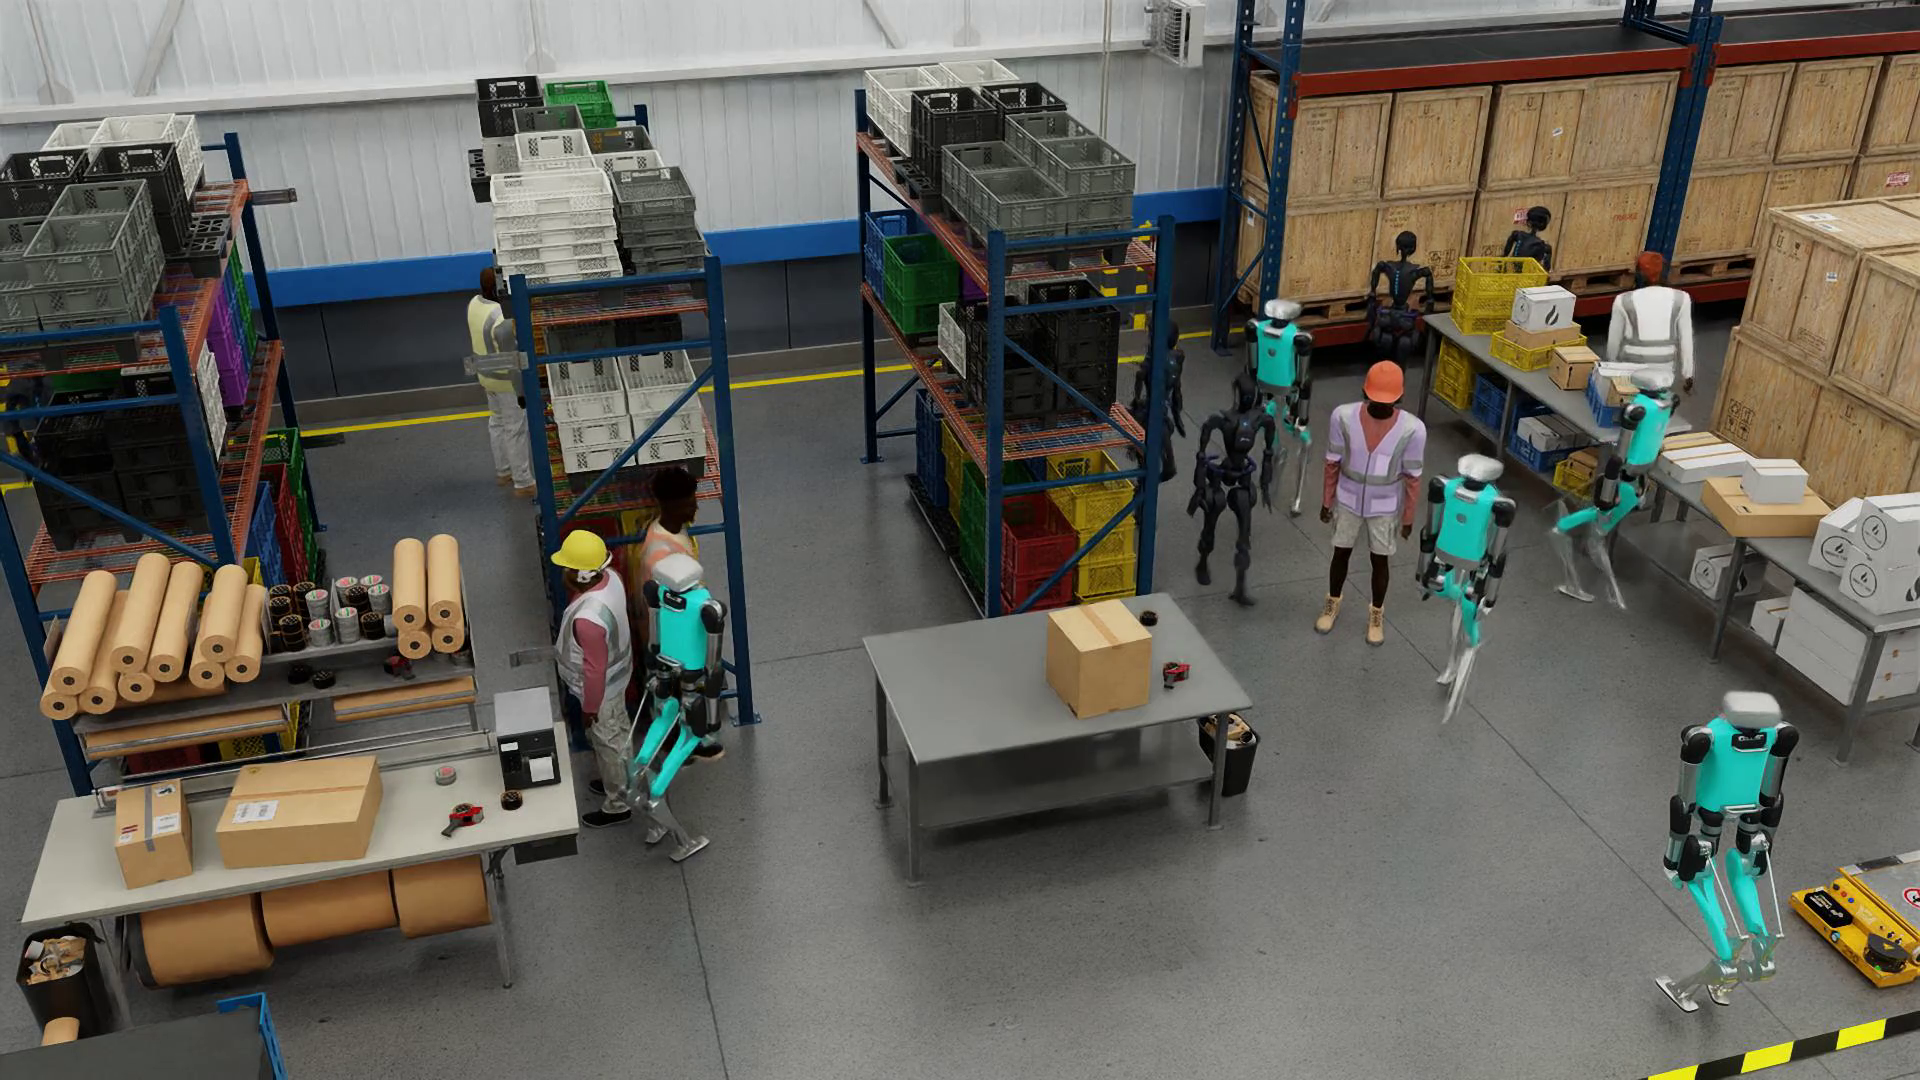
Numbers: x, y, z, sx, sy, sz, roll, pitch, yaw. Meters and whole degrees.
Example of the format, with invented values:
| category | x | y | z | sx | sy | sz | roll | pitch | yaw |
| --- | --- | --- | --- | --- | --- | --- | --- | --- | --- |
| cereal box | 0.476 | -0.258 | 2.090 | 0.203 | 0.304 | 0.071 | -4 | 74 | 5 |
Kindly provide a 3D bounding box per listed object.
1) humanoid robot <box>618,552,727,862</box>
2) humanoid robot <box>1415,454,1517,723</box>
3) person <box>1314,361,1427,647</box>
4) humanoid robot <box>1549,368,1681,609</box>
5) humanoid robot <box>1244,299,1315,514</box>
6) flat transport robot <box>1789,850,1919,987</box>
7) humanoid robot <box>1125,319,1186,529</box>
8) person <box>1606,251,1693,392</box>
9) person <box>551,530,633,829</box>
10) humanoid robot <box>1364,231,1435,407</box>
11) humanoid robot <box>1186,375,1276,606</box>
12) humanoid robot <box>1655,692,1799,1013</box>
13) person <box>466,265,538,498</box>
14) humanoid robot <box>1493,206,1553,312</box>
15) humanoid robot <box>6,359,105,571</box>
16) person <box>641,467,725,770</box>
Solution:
| category | x | y | z | sx | sy | sz | roll | pitch | yaw |
| --- | --- | --- | --- | --- | --- | --- | --- | --- | --- |
| humanoid robot | -1.590 | 0.969 | 8.851 | 0.530 | 1.769 | 0.721 | 20 | 34 | 31 |
| humanoid robot | 3.132 | 0.235 | 10.240 | 0.552 | 1.800 | 0.823 | 21 | 35 | 33 |
| person | 2.639 | -0.229 | 10.764 | 0.617 | 2.030 | 0.448 | 13 | 31 | 23 |
| humanoid robot | 4.391 | -0.363 | 11.310 | 0.557 | 1.802 | 0.746 | -20 | 35 | -32 |
| humanoid robot | 2.462 | -0.971 | 12.512 | 0.530 | 1.893 | 0.762 | 21 | 35 | 33 |
| flat transport robot | 5.163 | 1.916 | 8.676 | 1.431 | 0.231 | 0.659 | -8 | 30 | -14 |
| humanoid robot | 1.382 | -0.878 | 12.286 | 0.442 | 1.645 | 0.610 | 24 | 37 | 36 |
| person | 5.365 | -1.361 | 13.026 | 0.641 | 1.811 | 0.966 | 2 | 29 | 4 |
| person | -2.001 | 0.753 | 9.162 | 0.404 | 1.837 | 0.589 | -1 | 29 | -2 |
| humanoid robot | 3.737 | -1.817 | 14.023 | 0.608 | 1.630 | 0.675 | 16 | 33 | 27 |
| humanoid robot | 1.851 | -0.346 | 11.354 | 0.592 | 1.627 | 0.720 | -5 | 29 | -10 |
| humanoid robot | 3.604 | 1.543 | 7.695 | 0.533 | 1.673 | 0.735 | -3 | 29 | -5 |
| person | -3.466 | -1.221 | 12.752 | 0.429 | 1.839 | 0.632 | -22 | 35 | -34 |
| humanoid robot | 4.946 | -2.146 | 14.626 | 0.641 | 1.634 | 0.609 | -14 | 32 | -24 |
| humanoid robot | -6.357 | -0.595 | 11.821 | 0.599 | 1.622 | 0.789 | -5 | 29 | -10 |
| person | -1.586 | 0.480 | 9.543 | 0.434 | 1.947 | 0.633 | -2 | 29 | -4 |
